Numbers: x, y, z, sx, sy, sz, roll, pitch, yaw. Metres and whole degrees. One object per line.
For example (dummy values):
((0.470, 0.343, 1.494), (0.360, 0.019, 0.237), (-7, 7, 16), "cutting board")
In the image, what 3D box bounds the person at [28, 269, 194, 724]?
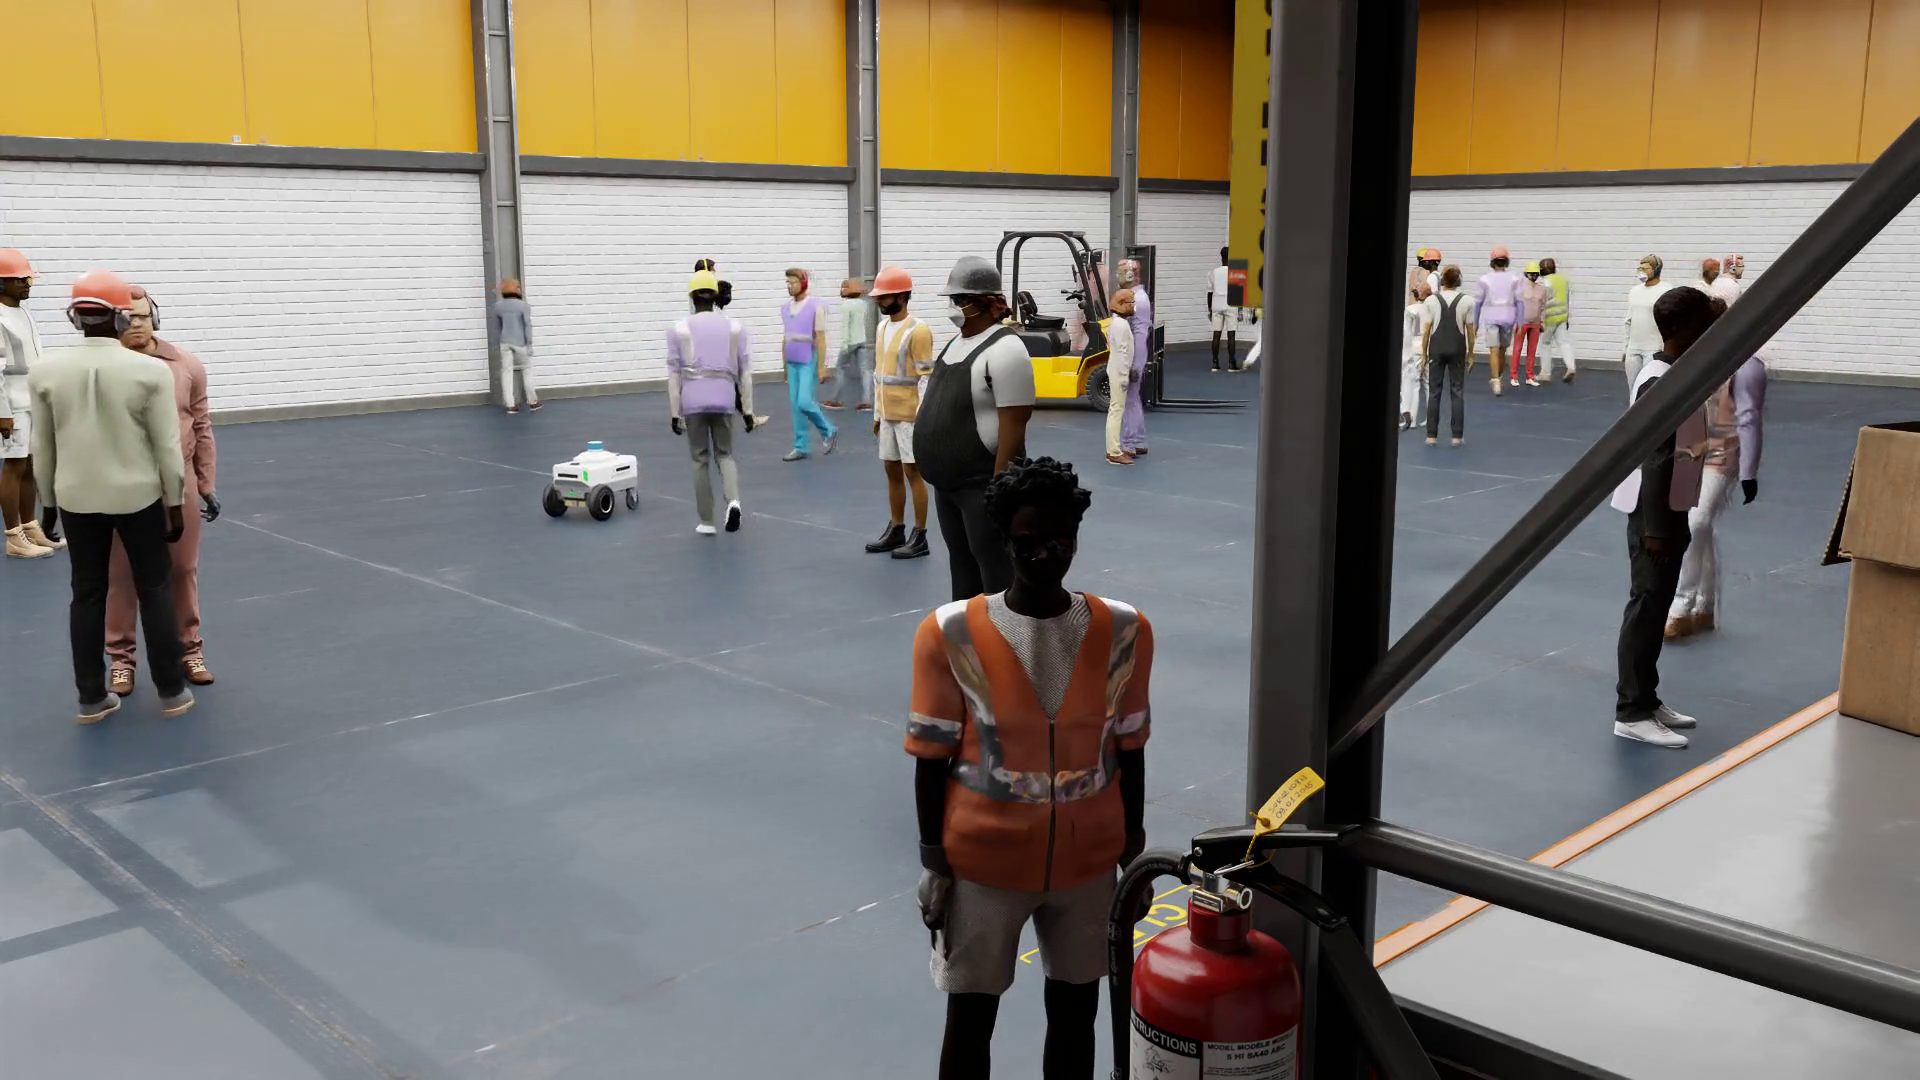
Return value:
((-3.721, -0.187, 7.327), (0.618, 1.985, 0.408), (-2, 11, -12), "person")

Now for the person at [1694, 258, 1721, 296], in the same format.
((9.256, -2.548, 20.583), (0.951, 1.836, 0.588), (8, 13, 37), "person")

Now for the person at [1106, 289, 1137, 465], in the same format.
((1.515, -1.529, 15.592), (0.284, 1.634, 0.498), (0, 10, 2), "person")

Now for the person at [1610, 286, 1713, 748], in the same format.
((2.976, -0.106, 7.051), (0.392, 1.922, 0.592), (6, 12, 29), "person")

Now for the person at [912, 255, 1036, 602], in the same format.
((0.038, -0.348, 8.042), (0.538, 2.000, 0.684), (-5, 12, -27), "person")

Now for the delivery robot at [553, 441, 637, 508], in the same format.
((-2.784, -0.511, 12.716), (0.477, 0.478, 0.707), (5, 11, 23), "delivery robot")

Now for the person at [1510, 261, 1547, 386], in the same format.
((8.068, -3.060, 23.580), (0.524, 1.769, 0.314), (-2, 11, -11), "person")

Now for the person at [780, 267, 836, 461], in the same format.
((-1.465, -1.660, 15.758), (0.596, 1.832, 0.477), (10, 15, 44), "person")

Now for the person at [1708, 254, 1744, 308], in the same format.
((9.095, -2.423, 19.726), (0.403, 1.906, 0.652), (1, 10, 3), "person")

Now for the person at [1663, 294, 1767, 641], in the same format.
((3.816, -0.378, 8.796), (0.713, 1.819, 0.662), (-4, 11, -19), "person")

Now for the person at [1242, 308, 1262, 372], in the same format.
((4.719, -3.483, 25.816), (0.755, 1.804, 0.643), (-2, 11, -10), "person")

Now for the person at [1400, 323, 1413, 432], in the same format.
((2.952, -0.965, 11.988), (0.592, 1.842, 0.979), (3, 11, 16), "person")

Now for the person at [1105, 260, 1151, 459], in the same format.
((1.627, -1.710, 15.926), (0.519, 1.904, 0.707), (-1, 10, -3), "person")

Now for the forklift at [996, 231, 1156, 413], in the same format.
((1.222, -2.721, 20.561), (2.313, 2.155, 1.214), (2, 11, 13), "forklift")

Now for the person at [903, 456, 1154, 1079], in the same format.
((0.150, 0.666, 3.449), (0.532, 1.697, 0.319), (-2, 11, -13), "person")

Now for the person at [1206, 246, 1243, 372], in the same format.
((4.165, -3.615, 26.080), (0.602, 1.958, 0.381), (6, 12, 30), "person")

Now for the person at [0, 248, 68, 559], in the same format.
((-6.221, -0.898, 11.035), (0.374, 2.043, 0.614), (-1, 10, -7), "person")

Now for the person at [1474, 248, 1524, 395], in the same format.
((7.243, -2.944, 22.410), (0.630, 1.965, 1.101), (2, 11, 9), "person")

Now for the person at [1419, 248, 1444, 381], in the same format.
((6.913, -3.308, 24.462), (0.356, 1.937, 0.552), (5, 12, 25), "person")

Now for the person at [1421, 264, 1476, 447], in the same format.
((4.941, -1.865, 16.848), (0.515, 1.843, 0.327), (3, 11, 17), "person")

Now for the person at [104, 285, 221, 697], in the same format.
((-3.807, -0.232, 7.777), (0.655, 1.904, 0.407), (-7, 13, -34), "person")

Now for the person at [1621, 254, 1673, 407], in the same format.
((6.975, -1.921, 16.896), (0.358, 1.938, 0.636), (-4, 11, -22), "person")

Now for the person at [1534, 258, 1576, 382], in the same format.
((8.703, -3.182, 24.191), (0.730, 1.799, 0.759), (-6, 12, -31), "person")

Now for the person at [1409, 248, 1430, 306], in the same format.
((7.647, -3.879, 27.608), (0.366, 1.926, 0.587), (-2, 11, -10), "person")

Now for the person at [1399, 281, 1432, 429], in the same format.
((5.107, -2.051, 18.458), (0.513, 1.631, 0.321), (-4, 11, -23), "person")

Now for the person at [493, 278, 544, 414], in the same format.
((-5.343, -2.348, 20.089), (0.527, 1.607, 0.671), (2, 11, 10), "person")

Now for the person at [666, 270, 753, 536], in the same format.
((-1.771, -0.958, 11.789), (0.593, 1.895, 0.593), (-4, 11, -23), "person")

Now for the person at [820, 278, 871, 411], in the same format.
((-1.385, -2.389, 20.344), (0.761, 1.600, 0.534), (7, 13, 34), "person")

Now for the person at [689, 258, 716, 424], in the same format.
((-2.892, -2.243, 18.843), (0.330, 1.872, 0.512), (-6, 12, -30), "person")

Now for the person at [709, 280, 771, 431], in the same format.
((-2.563, -1.997, 18.104), (0.905, 1.637, 0.539), (-3, 11, -14), "person")

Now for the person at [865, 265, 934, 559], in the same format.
((-0.416, -0.840, 11.011), (0.376, 1.933, 0.551), (-8, 13, -37), "person")

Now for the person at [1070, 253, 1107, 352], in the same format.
((2.100, -3.870, 27.725), (0.960, 1.855, 0.673), (-9, 14, -42), "person")
